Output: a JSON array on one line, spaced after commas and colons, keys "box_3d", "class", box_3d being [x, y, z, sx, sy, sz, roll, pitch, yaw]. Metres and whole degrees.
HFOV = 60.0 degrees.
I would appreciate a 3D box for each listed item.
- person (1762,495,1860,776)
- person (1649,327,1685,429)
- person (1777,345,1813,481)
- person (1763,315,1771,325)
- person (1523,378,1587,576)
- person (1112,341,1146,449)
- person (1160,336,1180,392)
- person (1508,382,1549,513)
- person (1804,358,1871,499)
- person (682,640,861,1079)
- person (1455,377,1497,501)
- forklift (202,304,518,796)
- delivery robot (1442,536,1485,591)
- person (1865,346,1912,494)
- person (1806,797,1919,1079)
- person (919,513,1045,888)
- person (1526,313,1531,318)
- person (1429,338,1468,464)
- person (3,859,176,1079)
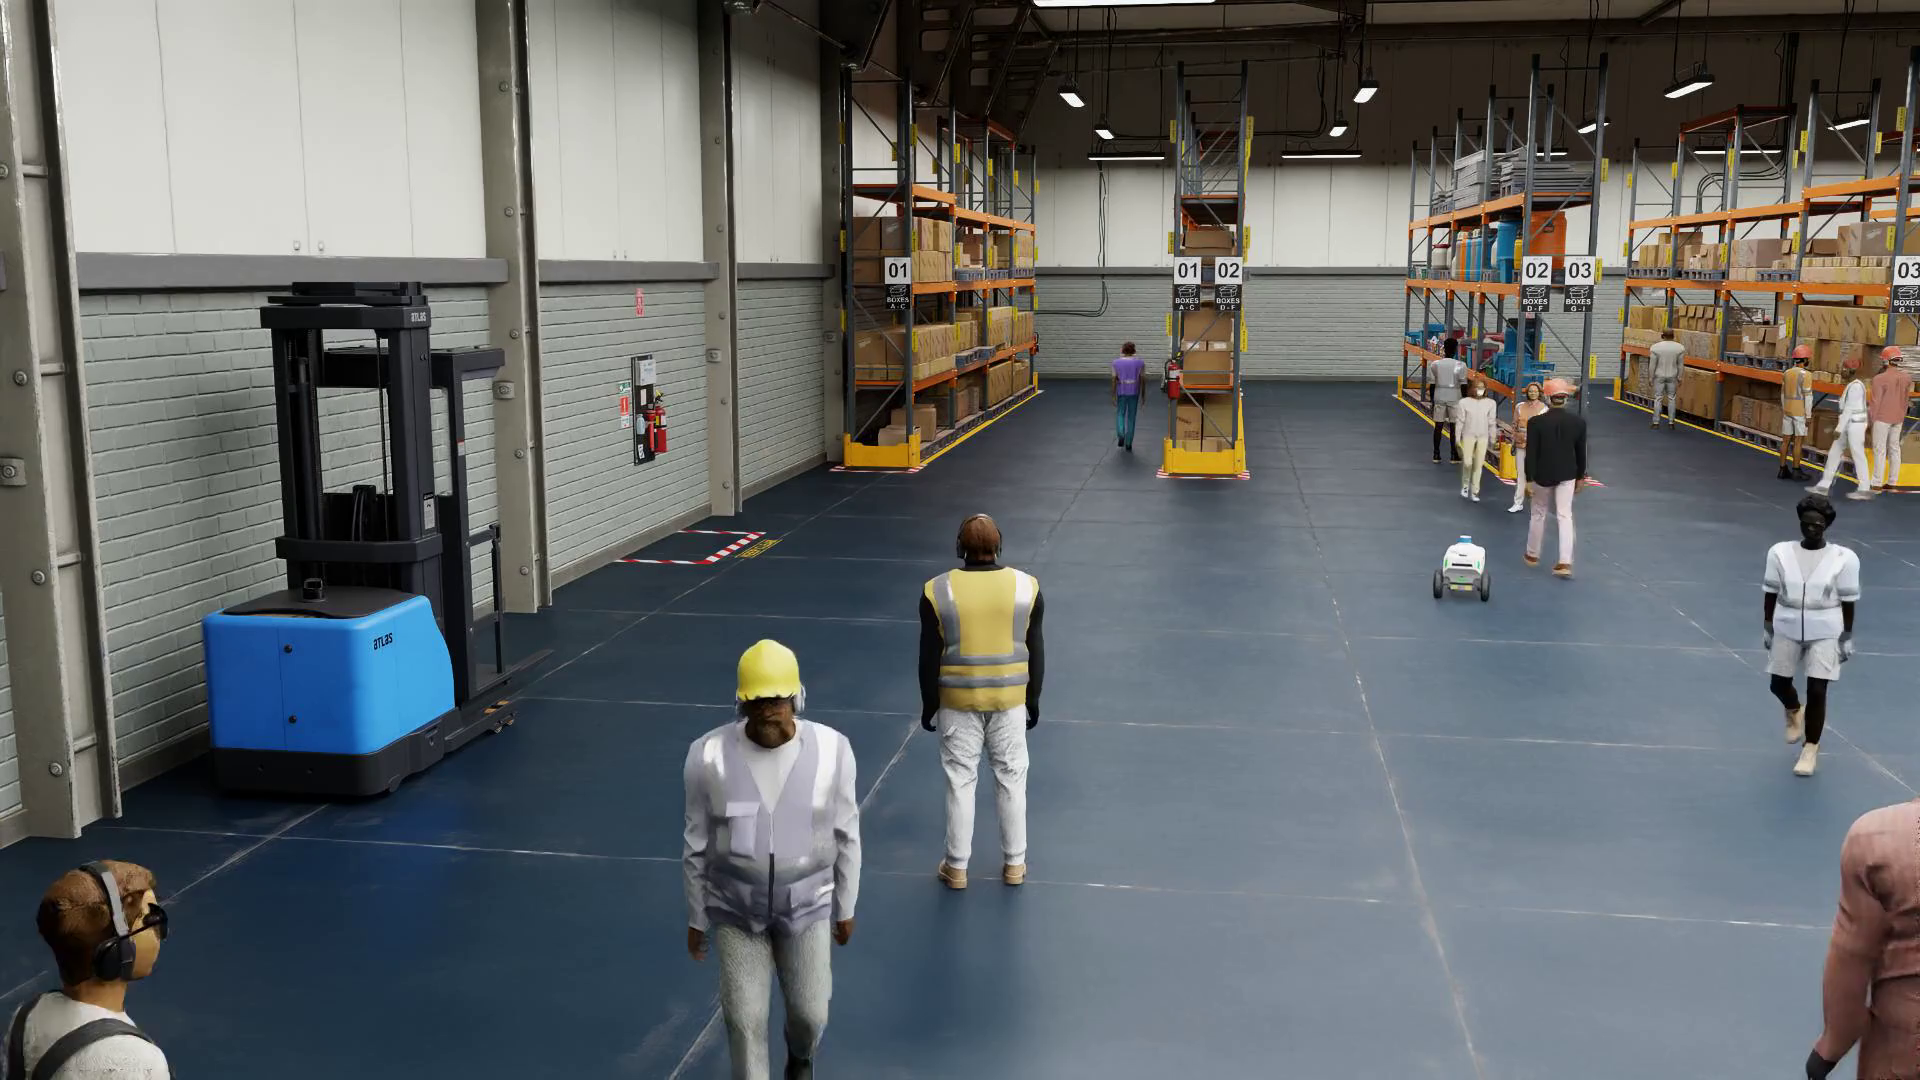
[{"box_3d": [5.151, 0.550, 10.085, 0.540, 1.685, 0.536, 8, 12, 39], "class": "person"}, {"box_3d": [13.446, -3.082, 31.691, 0.631, 1.940, 0.372, 2, 10, 14], "class": "person"}, {"box_3d": [12.114, -1.844, 24.044, 0.351, 1.942, 0.547, -2, 10, -15], "class": "person"}, {"box_3d": [17.774, -3.972, 36.870, 0.607, 2.040, 0.378, 0, 9, 0], "class": "person"}, {"box_3d": [5.951, -0.641, 16.634, 0.640, 1.944, 1.018, 1, 9, 3], "class": "person"}, {"box_3d": [2.856, -2.451, 28.124, 0.572, 1.827, 0.458, 1, 9, 6], "class": "person"}, {"box_3d": [5.403, -4.510, 41.058, 0.956, 1.766, 0.662, -2, 9, -11], "class": "person"}, {"box_3d": [7.084, -1.143, 20.644, 0.522, 1.642, 0.306, 8, 12, 42], "class": "person"}, {"box_3d": [11.676, -1.472, 22.017, 0.882, 1.846, 0.591, 3, 10, 19], "class": "person"}, {"box_3d": [-0.638, 1.204, 5.654, 0.598, 1.819, 0.584, -1, 9, -7], "class": "person"}, {"box_3d": [6.745, -1.312, 21.720, 0.523, 1.617, 0.340, 0, 9, 3], "class": "person"}, {"box_3d": [-3.673, -0.038, 10.147, 1.129, 2.768, 1.873, 1, 9, 9], "class": "forklift"}, {"box_3d": [4.704, 0.205, 15.511, 0.477, 0.478, 0.707, 3, 10, 20], "class": "delivery robot"}, {"box_3d": [12.566, -1.629, 22.553, 0.612, 1.995, 0.378, -3, 10, -18], "class": "person"}, {"box_3d": [2.657, 1.352, 4.467, 0.695, 1.903, 0.398, 4, 10, 22], "class": "person"}, {"box_3d": [0.102, 0.782, 8.149, 0.622, 1.846, 0.429, -1, 9, -8], "class": "person"}, {"box_3d": [13.670, -4.498, 40.282, 0.614, 1.987, 0.407, -4, 10, -24], "class": "person"}, {"box_3d": [7.657, -2.187, 26.090, 0.606, 1.963, 0.367, 6, 11, 32], "class": "person"}, {"box_3d": [-1.826, 1.563, 3.468, 0.526, 1.809, 0.939, 7, 12, 38], "class": "person"}]
